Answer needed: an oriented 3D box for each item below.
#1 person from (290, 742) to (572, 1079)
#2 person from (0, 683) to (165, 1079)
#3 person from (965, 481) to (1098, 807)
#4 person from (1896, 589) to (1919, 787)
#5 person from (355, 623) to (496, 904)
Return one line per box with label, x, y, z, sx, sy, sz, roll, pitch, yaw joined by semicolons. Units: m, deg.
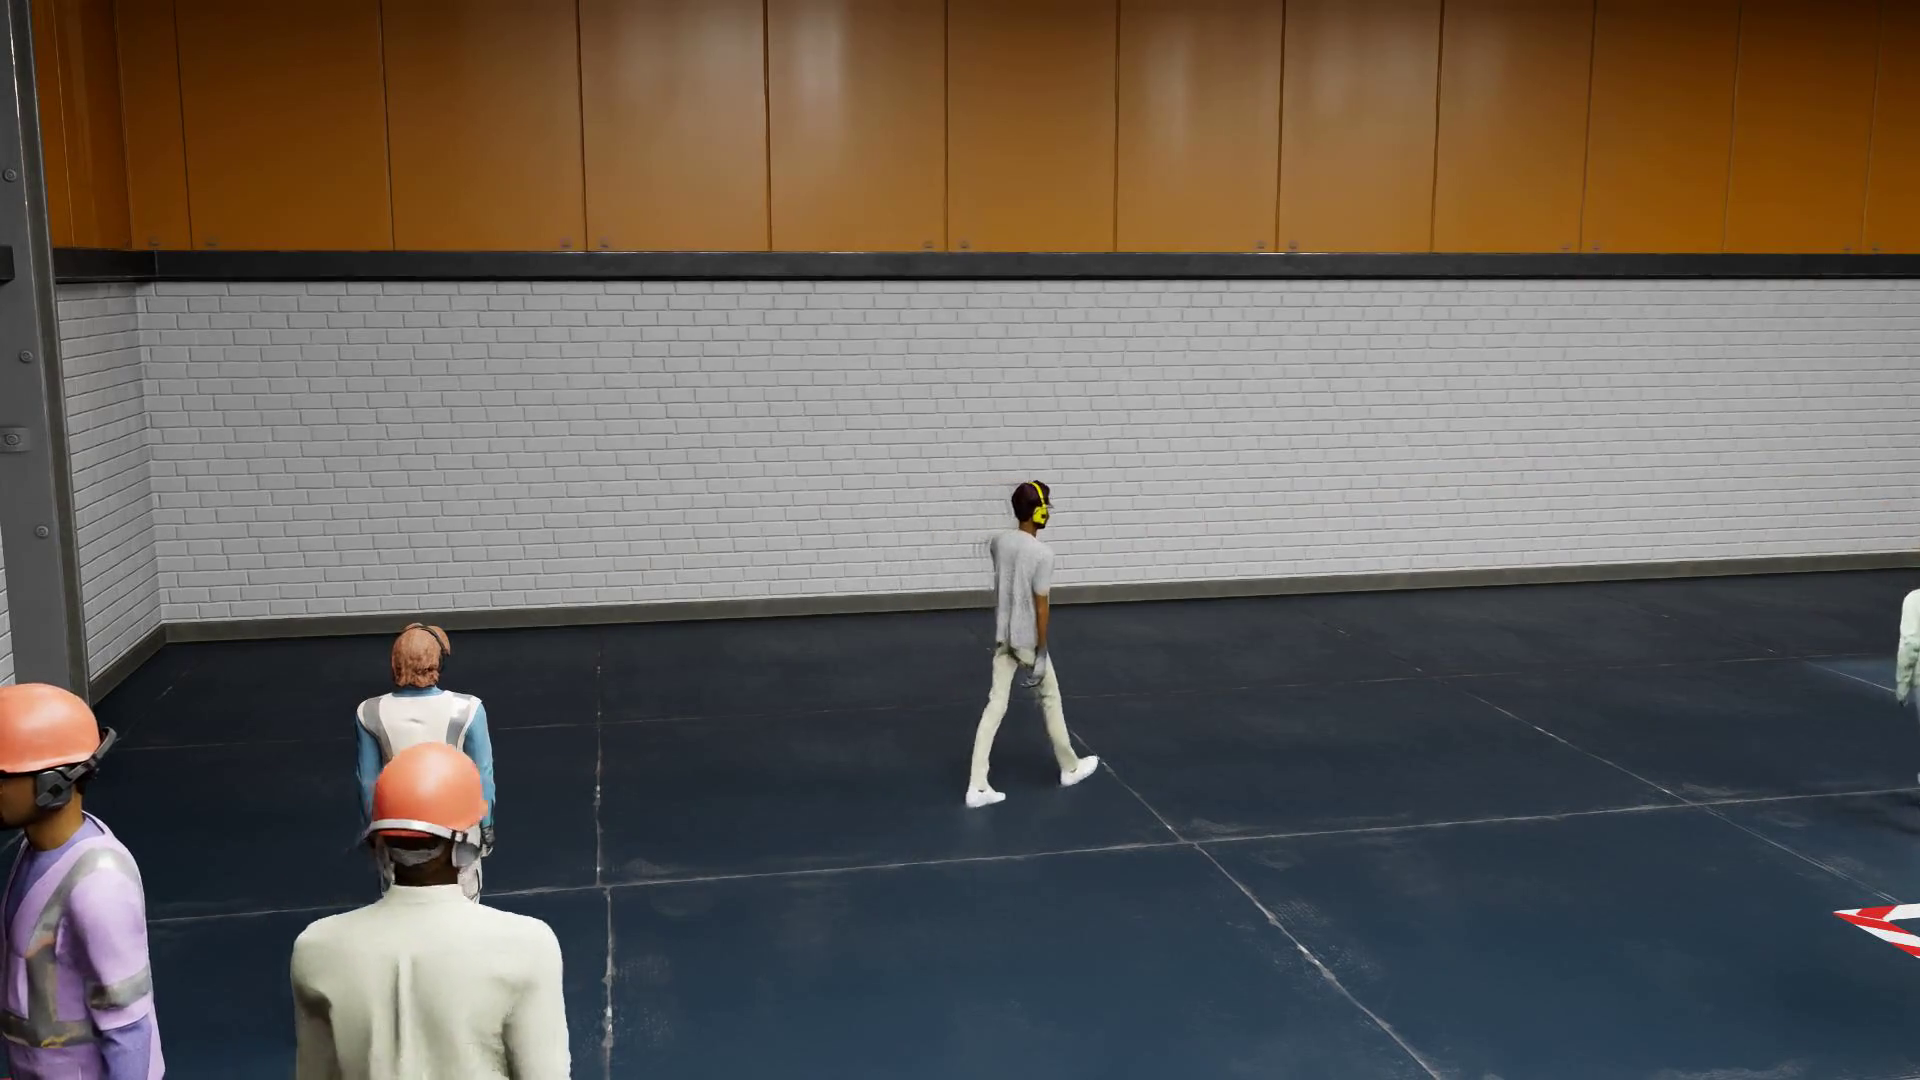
person;-1.161;1.404;3.839;0.653;1.960;0.889;0;9;0
person;-2.129;1.340;3.998;0.387;2.045;0.605;-8;12;-40
person;0.382;0.568;9.400;0.513;1.820;0.980;9;13;42
person;5.249;0.764;8.854;0.502;1.605;0.785;2;10;14
person;-2.065;1.136;6.471;0.515;1.641;0.309;-1;9;-8
